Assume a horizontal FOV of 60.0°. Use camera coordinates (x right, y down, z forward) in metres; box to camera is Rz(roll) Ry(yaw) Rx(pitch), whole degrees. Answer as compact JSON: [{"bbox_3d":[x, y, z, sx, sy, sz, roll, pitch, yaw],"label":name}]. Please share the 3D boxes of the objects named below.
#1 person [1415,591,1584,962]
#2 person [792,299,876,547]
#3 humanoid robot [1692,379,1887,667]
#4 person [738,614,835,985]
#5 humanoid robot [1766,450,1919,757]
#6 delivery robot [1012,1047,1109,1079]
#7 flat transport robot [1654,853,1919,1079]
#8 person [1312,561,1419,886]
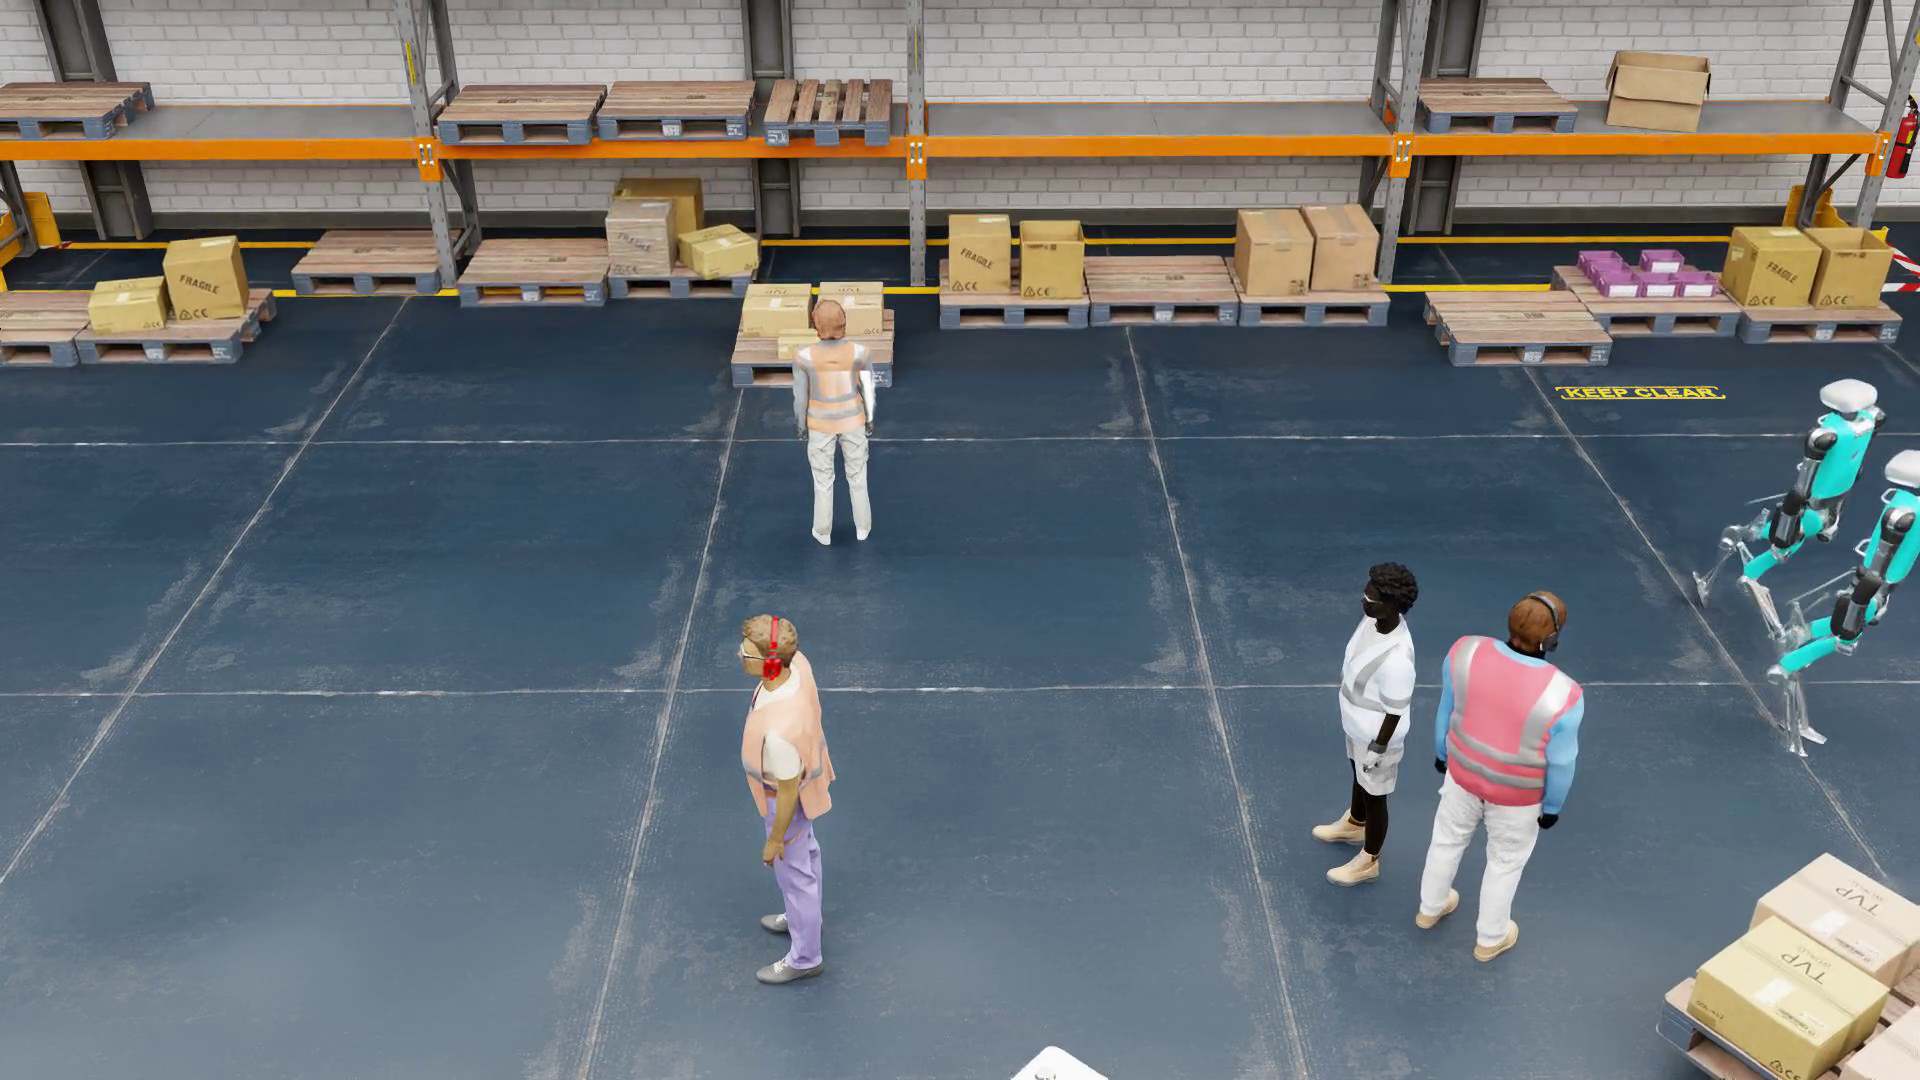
[{"bbox_3d":[2.335,1.017,7.204,0.630,1.836,0.431,26,40,36],"label":"person"},{"bbox_3d":[-0.763,-0.709,10.259,0.510,1.638,0.306,-6,32,-10],"label":"person"},{"bbox_3d":[4.514,-0.202,9.356,0.567,1.775,0.988,-16,35,-25],"label":"humanoid robot"},{"bbox_3d":[-0.726,1.098,7.048,0.389,1.850,0.563,0,31,0],"label":"person"},{"bbox_3d":[4.432,0.308,8.473,0.666,1.806,0.538,27,40,37],"label":"humanoid robot"},{"bbox_3d":[0.542,2.303,6.318,0.804,0.614,0.499,25,39,35],"label":"delivery robot"},{"bbox_3d":[3.587,2.226,6.705,1.431,0.231,0.659,-20,36,-30],"label":"flat transport robot"},{"bbox_3d":[1.881,0.838,7.626,0.320,1.697,0.531,0,31,0],"label":"person"}]
